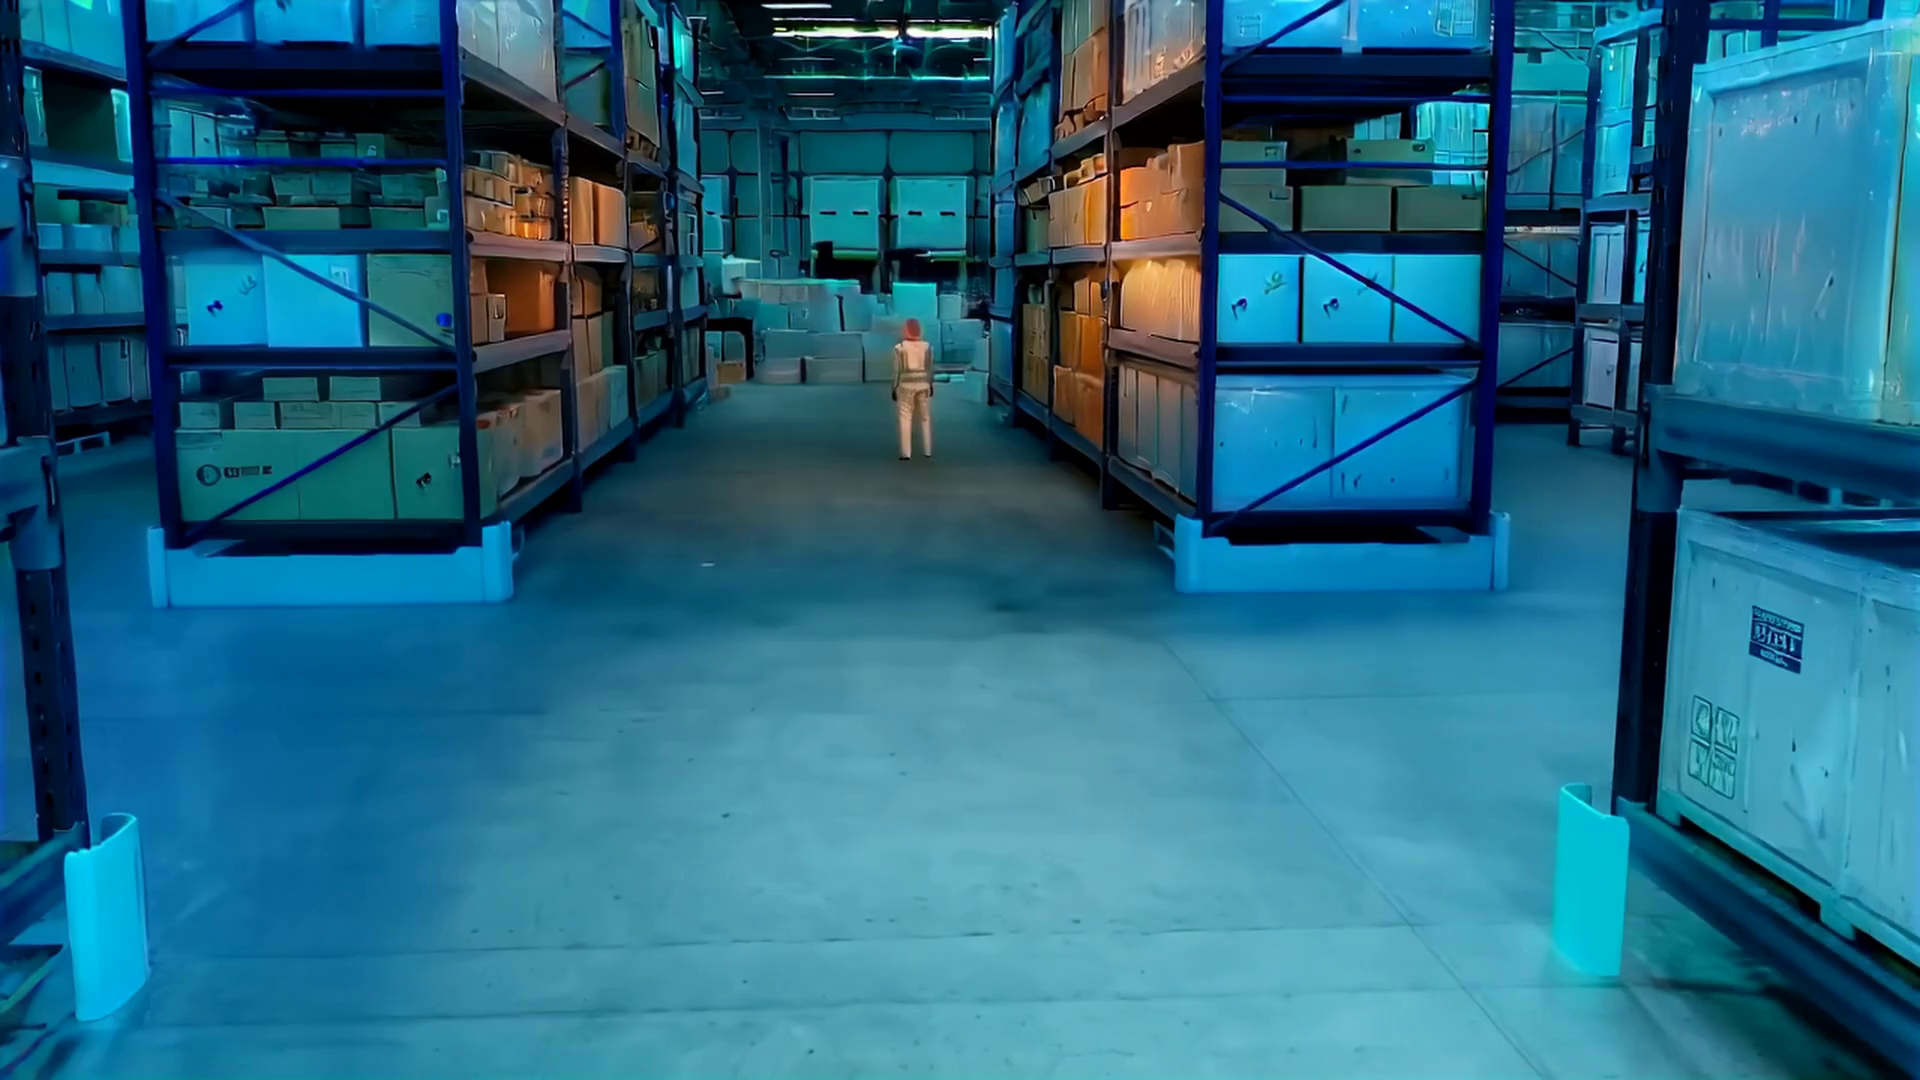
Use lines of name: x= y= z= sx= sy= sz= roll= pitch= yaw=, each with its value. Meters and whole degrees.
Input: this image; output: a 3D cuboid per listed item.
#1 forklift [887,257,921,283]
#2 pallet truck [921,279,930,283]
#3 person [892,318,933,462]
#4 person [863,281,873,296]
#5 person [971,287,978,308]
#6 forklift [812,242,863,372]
forklift: x=-1.481 y=-6.339 z=44.133 sx=1.129 sy=2.768 sz=1.873 roll=-1 pitch=9 yaw=-4
pallet truck: x=-0.932 y=-8.922 z=63.114 sx=1.885 sy=1.965 sz=0.823 roll=2 pitch=9 yaw=13
person: x=-0.533 y=-1.695 z=18.896 sx=0.514 sy=1.632 sz=0.314 roll=-5 pitch=10 yaw=-28
person: x=-3.187 y=-8.046 z=57.798 sx=0.372 sy=1.940 sz=0.631 roll=-3 pitch=9 yaw=-16
person: x=0.625 y=-9.458 z=67.645 sx=0.386 sy=1.622 sz=0.538 roll=-2 pitch=9 yaw=-11
forklift: x=-2.938 y=-5.074 z=36.192 sx=1.873 sy=2.768 sz=1.129 roll=-1 pitch=9 yaw=-4
